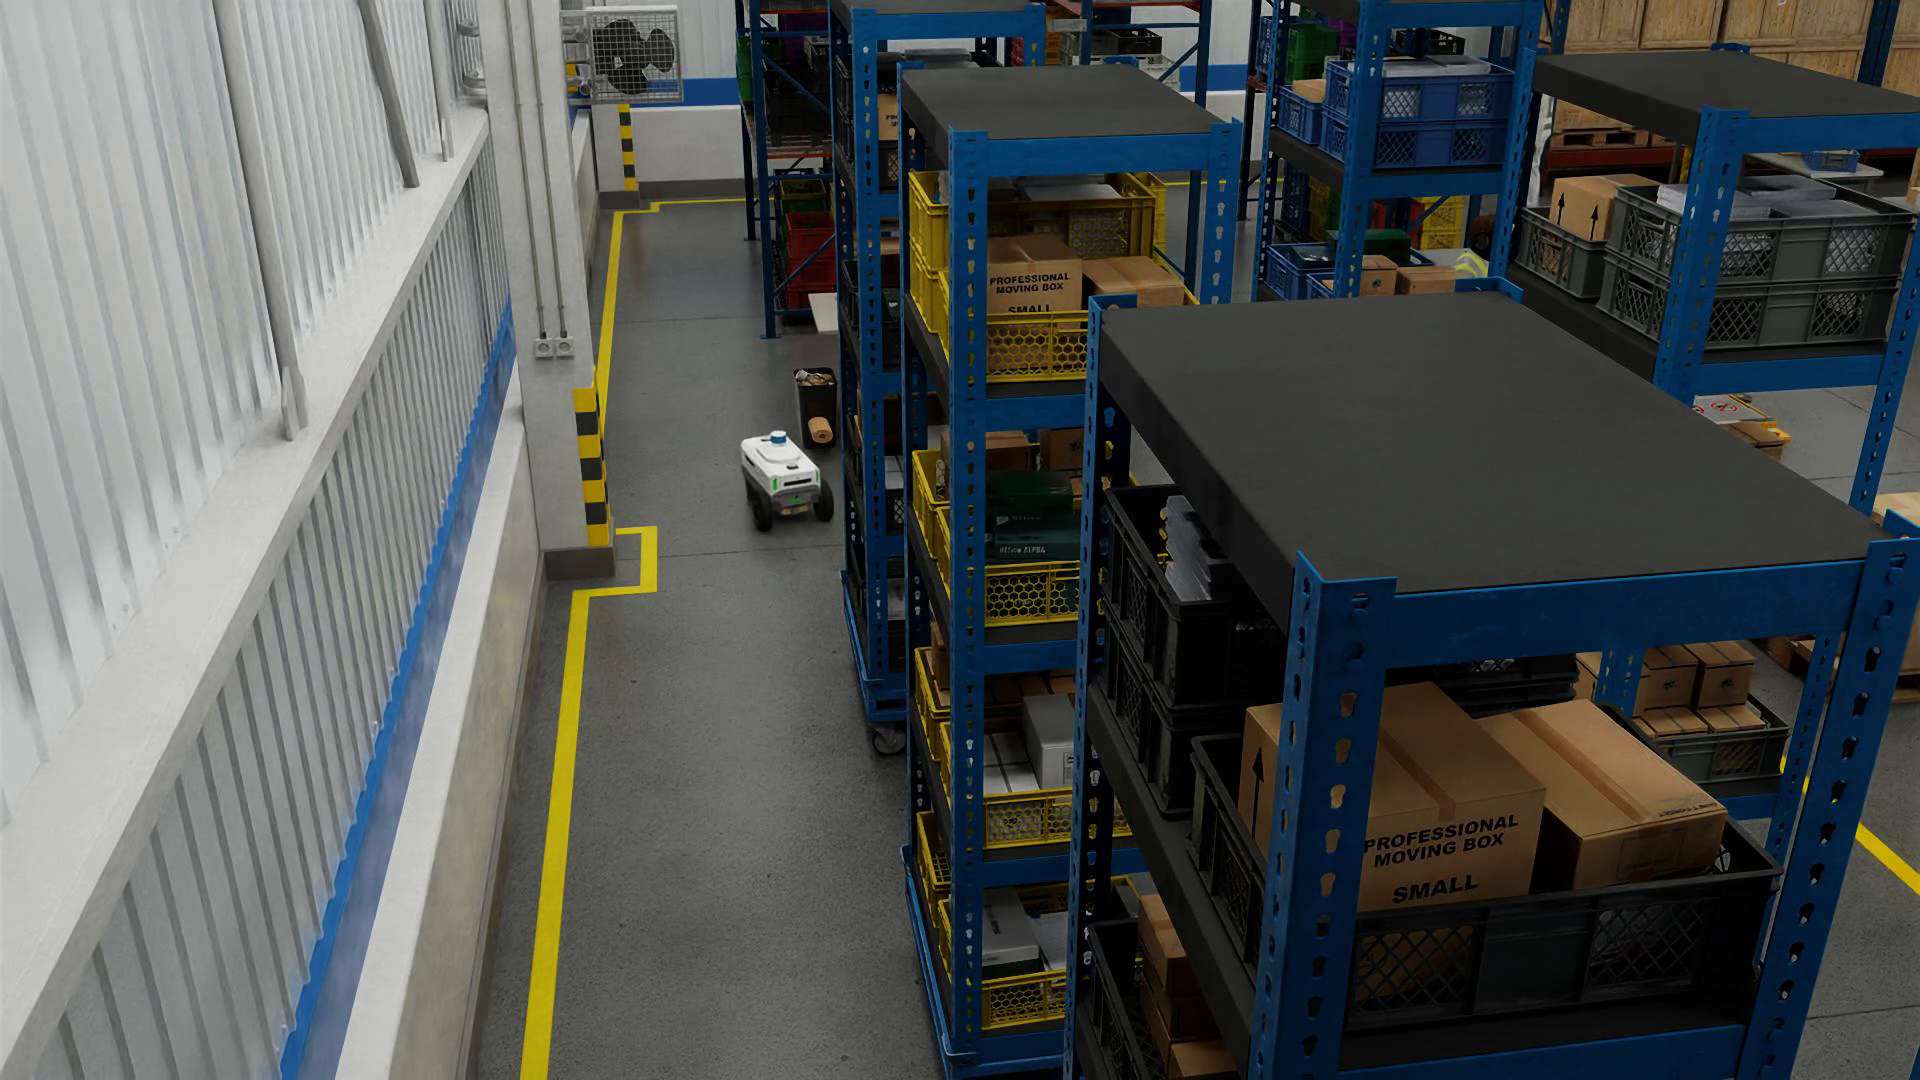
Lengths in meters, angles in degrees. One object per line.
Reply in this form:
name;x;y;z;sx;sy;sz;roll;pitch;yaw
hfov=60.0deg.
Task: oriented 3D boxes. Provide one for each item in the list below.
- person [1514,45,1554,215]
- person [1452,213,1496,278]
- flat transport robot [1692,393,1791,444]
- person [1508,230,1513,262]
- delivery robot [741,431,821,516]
person;6.106;-4.305;17.706;0.337;1.883;0.584;6;25;13
person;3.452;-1.277;11.173;0.429;1.846;0.625;16;29;31
flat transport robot;5.224;-0.859;12.132;1.431;0.197;0.652;-4;25;-8
person;3.482;-1.023;10.537;0.389;1.927;0.643;11;27;22
delivery robot;-1.175;-0.472;10.847;0.477;0.478;0.707;-11;27;-22
